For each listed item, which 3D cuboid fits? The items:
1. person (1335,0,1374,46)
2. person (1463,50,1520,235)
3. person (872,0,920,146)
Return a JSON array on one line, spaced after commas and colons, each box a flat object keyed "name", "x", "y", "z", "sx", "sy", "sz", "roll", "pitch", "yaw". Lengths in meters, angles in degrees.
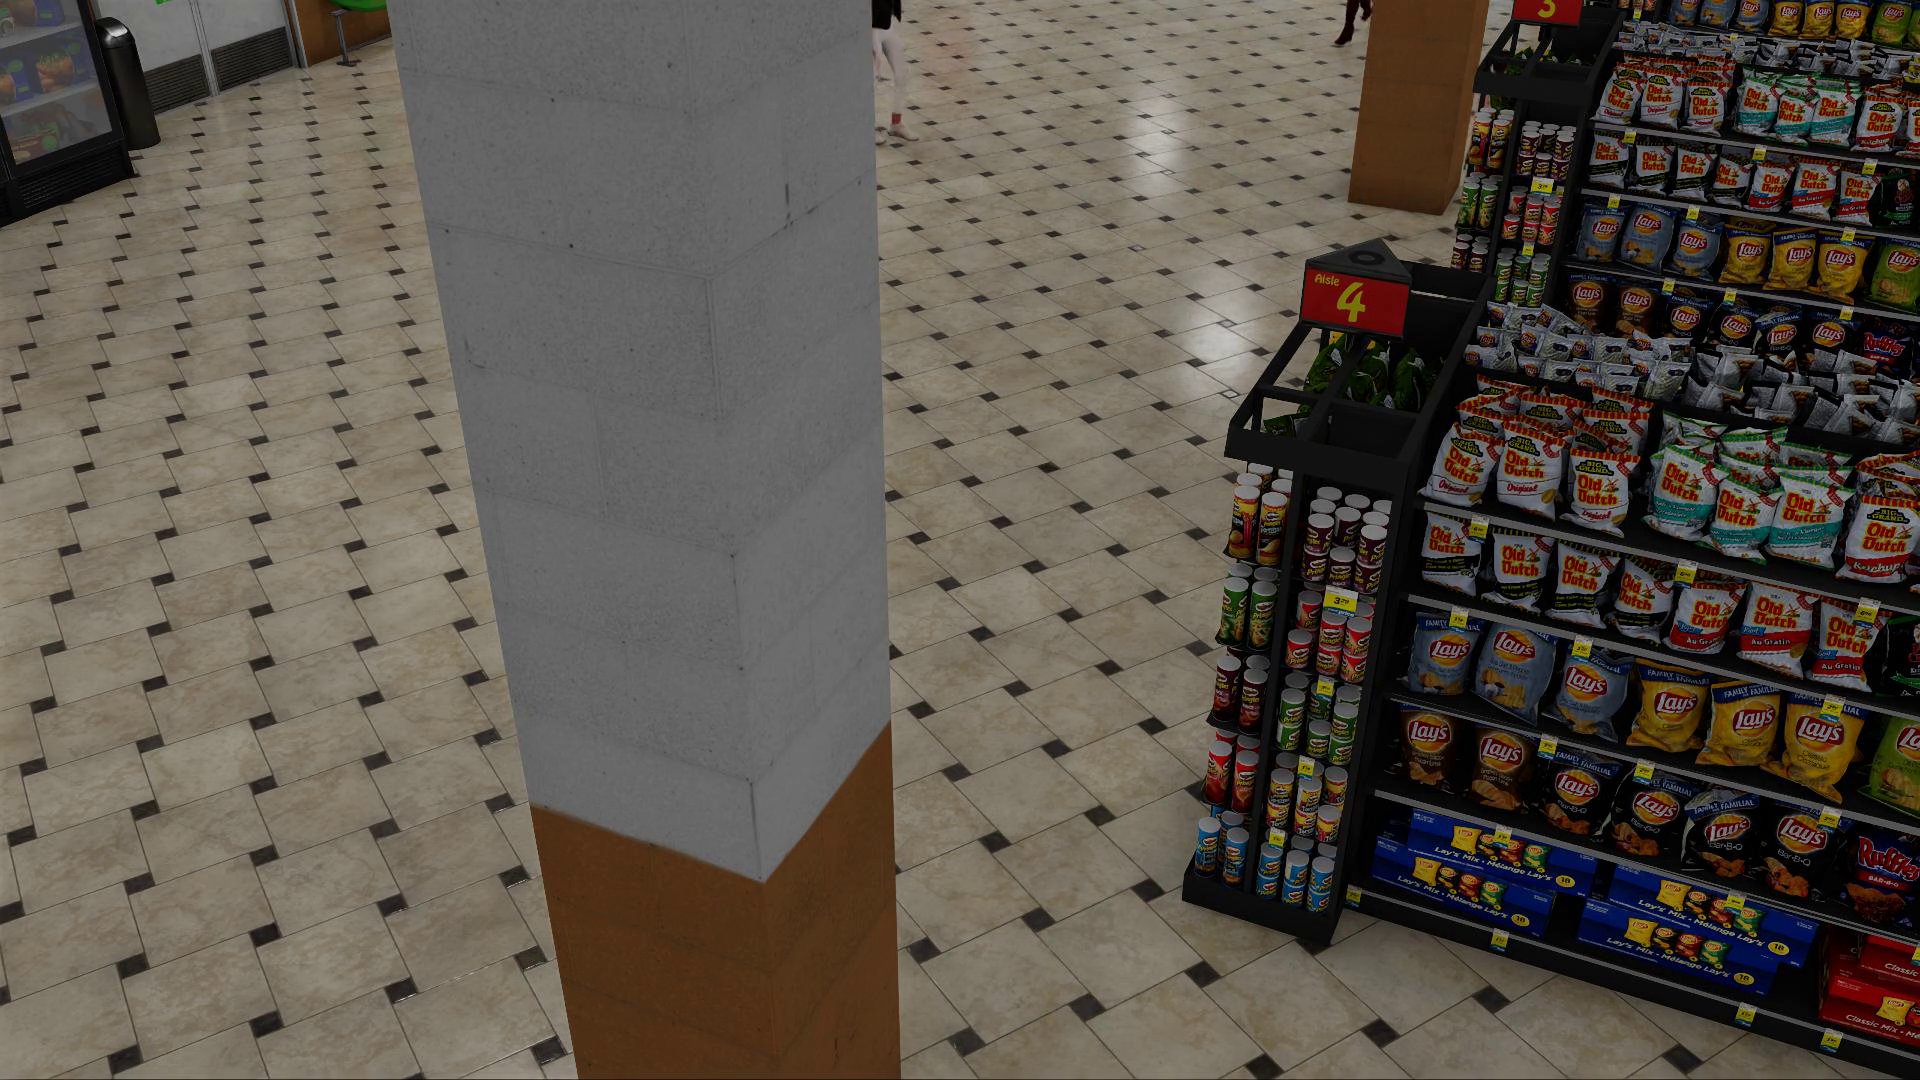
[{"name": "person", "x": 3.754, "y": -5.535, "z": 15.585, "sx": 0.854, "sy": 1.695, "sz": 0.896, "roll": -25, "pitch": 40, "yaw": -34}, {"name": "person", "x": 3.594, "y": -2.692, "z": 11.396, "sx": 0.734, "sy": 1.293, "sz": 0.642, "roll": -3, "pitch": 32, "yaw": -4}, {"name": "person", "x": -0.705, "y": -3.960, "z": 13.061, "sx": 0.770, "sy": 1.689, "sz": 0.698, "roll": 20, "pitch": 37, "yaw": 29}]
